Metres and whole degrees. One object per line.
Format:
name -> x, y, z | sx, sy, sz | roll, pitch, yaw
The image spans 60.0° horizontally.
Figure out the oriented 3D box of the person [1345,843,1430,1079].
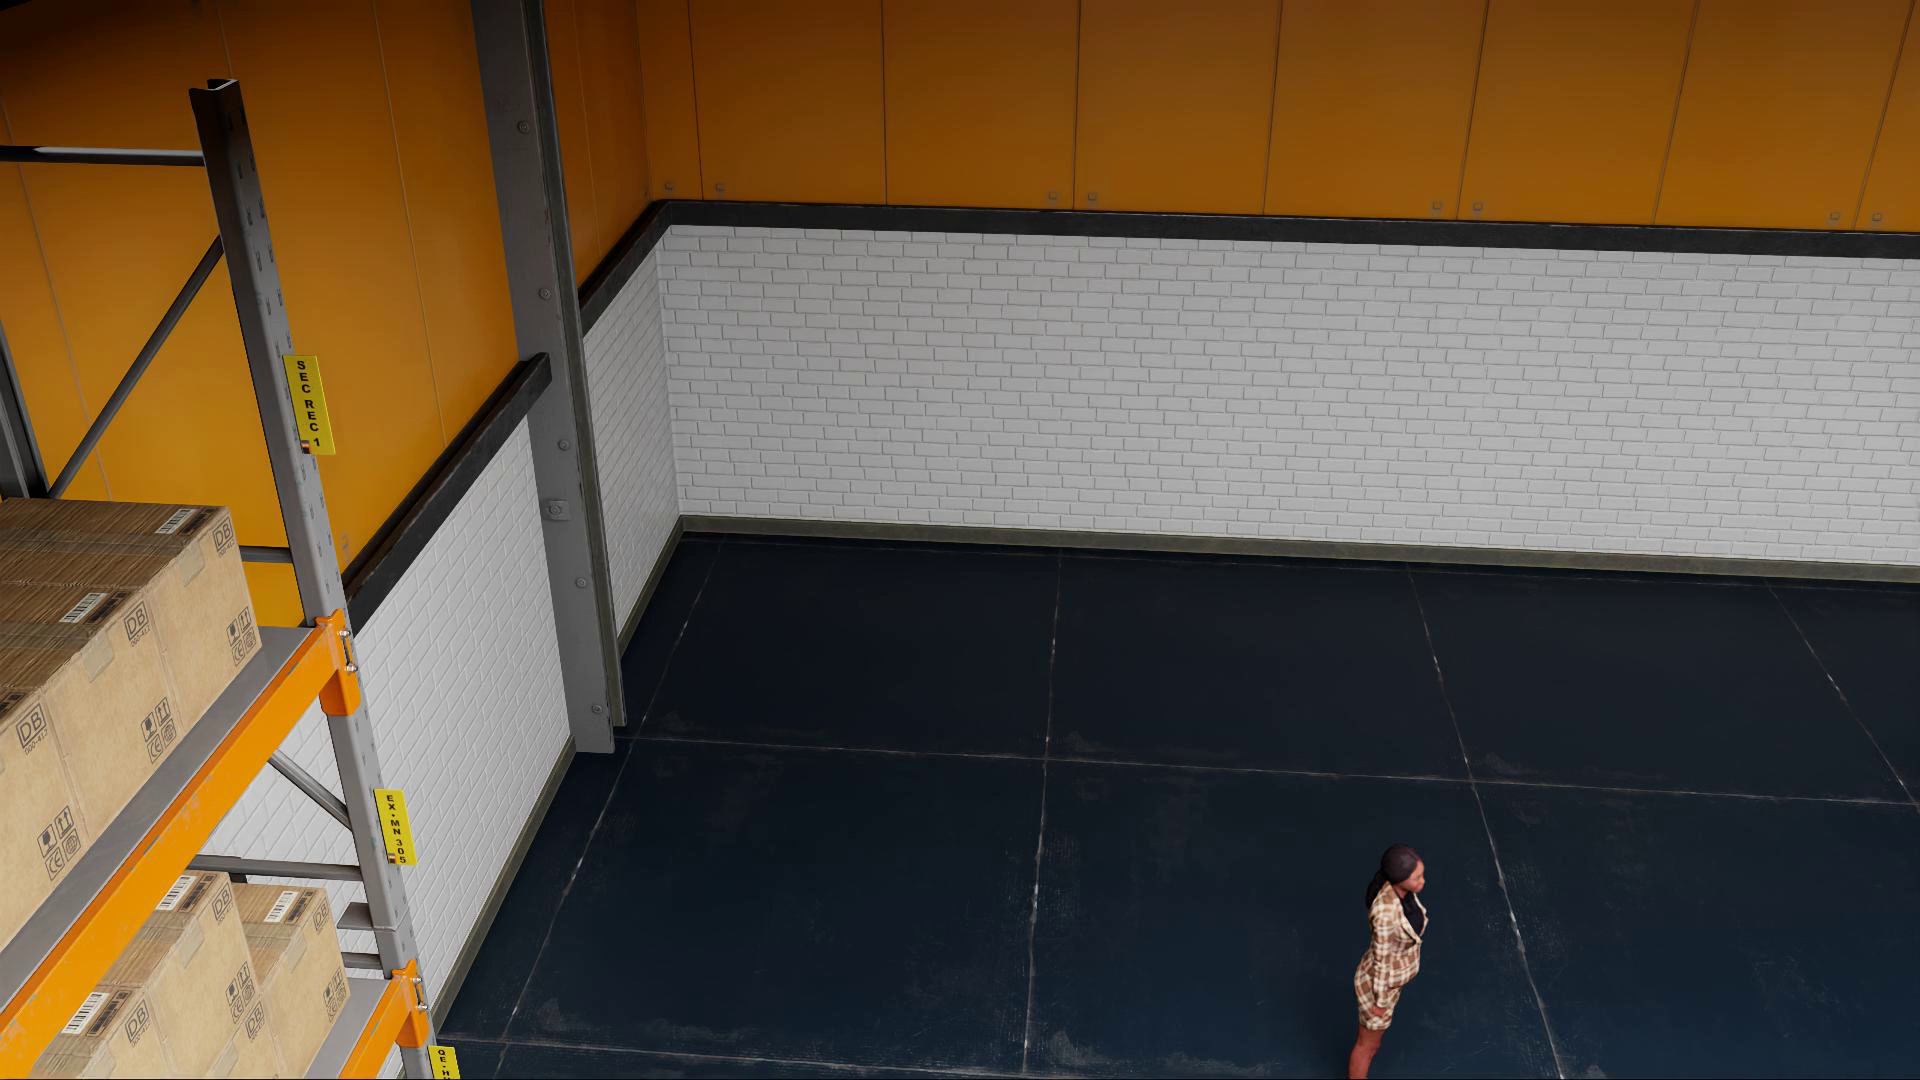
person -> 2.196, 2.316, 8.680 | 0.721, 1.794, 0.607 | 15, 32, 25
